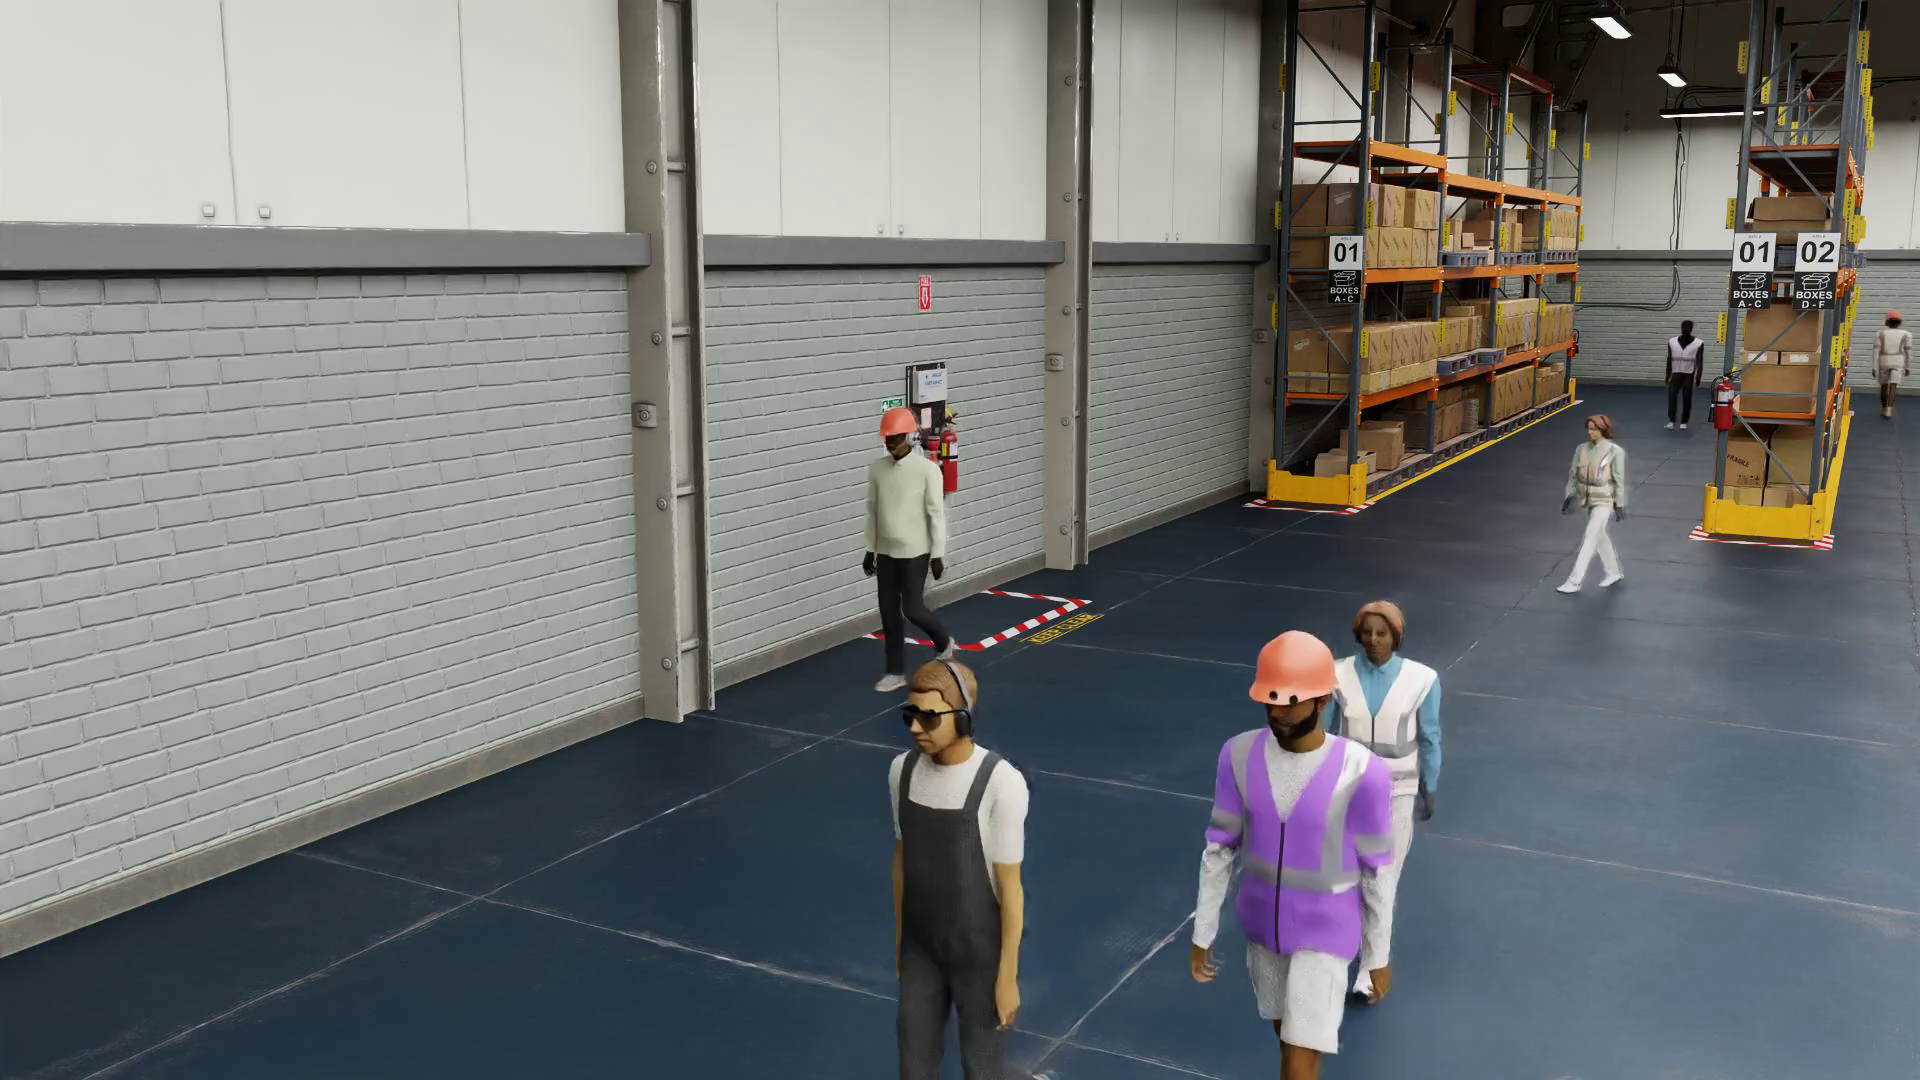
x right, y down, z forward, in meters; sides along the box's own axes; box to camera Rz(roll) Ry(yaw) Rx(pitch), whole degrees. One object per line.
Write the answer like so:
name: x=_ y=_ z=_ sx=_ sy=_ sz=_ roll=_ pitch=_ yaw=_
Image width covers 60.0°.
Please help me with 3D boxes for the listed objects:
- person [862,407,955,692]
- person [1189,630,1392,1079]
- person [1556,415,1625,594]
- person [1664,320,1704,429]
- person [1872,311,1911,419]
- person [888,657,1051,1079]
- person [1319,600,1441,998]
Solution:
person: x=-0.357 y=0.054 z=11.515 sx=0.620 sy=1.973 sz=0.584 roll=7 pitch=12 yaw=36
person: x=0.988 y=1.201 z=5.079 sx=0.574 sy=1.881 sz=0.990 roll=7 pitch=12 yaw=36
person: x=5.681 y=-0.329 z=14.883 sx=0.875 sy=1.592 sz=0.536 roll=-5 pitch=11 yaw=-26
person: x=12.466 y=-2.838 z=28.702 sx=0.613 sy=1.889 sz=0.817 roll=7 pitch=12 yaw=36
person: x=17.186 y=-3.229 z=30.717 sx=0.622 sy=1.991 sz=1.065 roll=5 pitch=11 yaw=29
person: x=0.024 y=1.230 z=5.076 sx=0.527 sy=1.825 sz=0.704 roll=6 pitch=12 yaw=33
person: x=1.699 y=1.032 z=6.898 sx=0.533 sy=1.584 sz=0.877 roll=4 pitch=11 yaw=24
